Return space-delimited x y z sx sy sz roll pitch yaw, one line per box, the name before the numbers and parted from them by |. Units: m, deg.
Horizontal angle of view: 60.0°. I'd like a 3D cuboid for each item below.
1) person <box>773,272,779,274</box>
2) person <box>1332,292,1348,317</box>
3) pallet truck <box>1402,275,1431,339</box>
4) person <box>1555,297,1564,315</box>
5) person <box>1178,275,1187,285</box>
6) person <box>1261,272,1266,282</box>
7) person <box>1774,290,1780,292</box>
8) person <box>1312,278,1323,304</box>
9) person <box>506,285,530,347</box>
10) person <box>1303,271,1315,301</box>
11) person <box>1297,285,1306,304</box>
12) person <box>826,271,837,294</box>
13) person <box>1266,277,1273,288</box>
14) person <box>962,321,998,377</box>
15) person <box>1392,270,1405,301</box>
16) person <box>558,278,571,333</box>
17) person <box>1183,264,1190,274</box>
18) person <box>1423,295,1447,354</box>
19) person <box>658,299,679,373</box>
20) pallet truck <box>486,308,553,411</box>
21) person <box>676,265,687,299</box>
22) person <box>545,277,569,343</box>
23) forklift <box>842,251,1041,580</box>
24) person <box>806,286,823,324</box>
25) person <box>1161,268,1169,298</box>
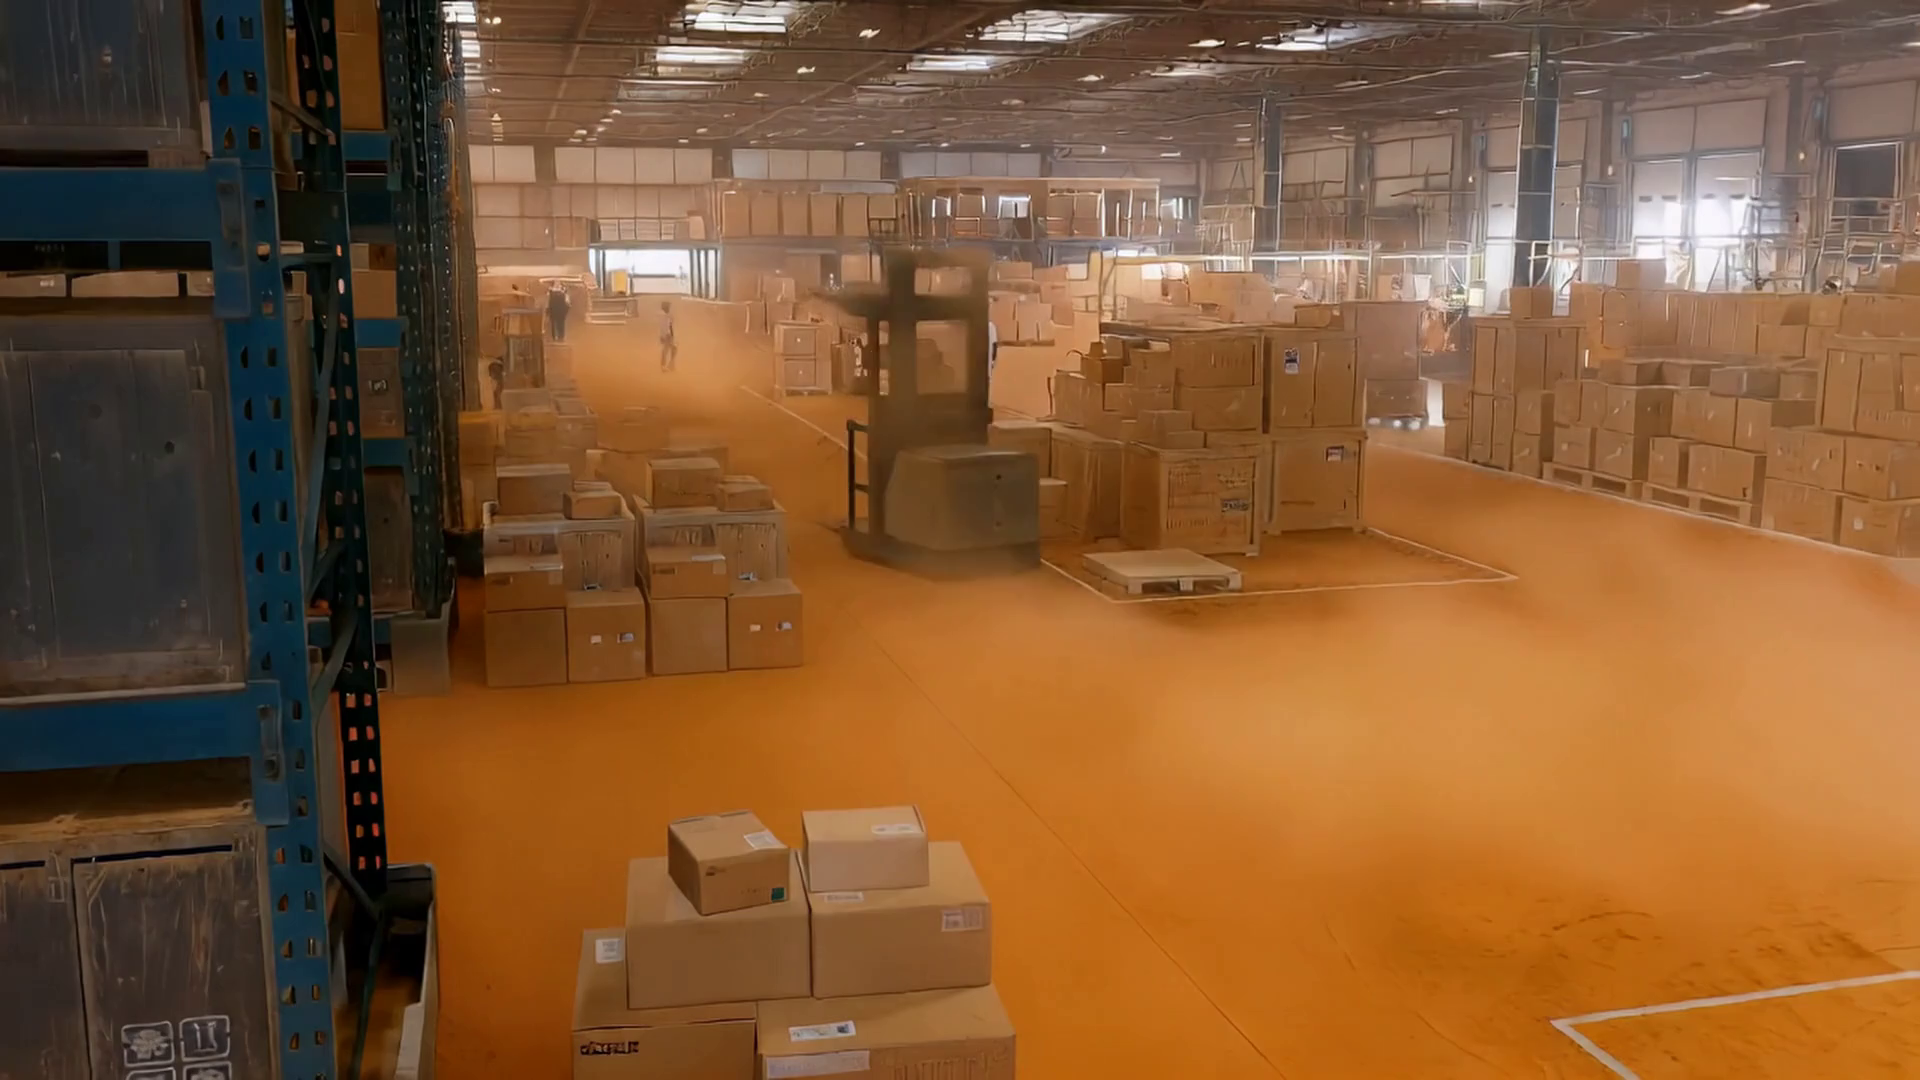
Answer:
person | -7.272 -9.617 65.539 0.500 1.861 0.328 9 14 43
person | 7.928 -4.200 34.682 0.392 1.919 0.592 -4 11 -23
pallet truck | 14.620 -7.324 52.145 0.823 1.965 1.885 8 13 40
person | 17.540 -6.625 49.122 0.791 1.672 0.348 8 13 37
person | 7.258 -7.737 54.681 0.386 1.928 0.589 4 11 21
person | 11.446 -9.135 62.678 0.596 1.904 0.766 -4 11 -22
person | 17.856 -4.532 36.585 0.655 1.904 0.831 -2 10 -11
person | 13.005 -8.725 60.872 0.576 1.712 0.511 8 13 37
person | -12.646 -6.392 47.483 0.601 1.786 0.949 4 11 23
person | 13.254 -9.264 63.262 0.605 1.951 0.380 -8 13 -37
person | 9.671 -6.345 47.247 0.309 1.772 0.525 1 10 7
person | -4.425 -8.287 57.515 0.401 2.035 0.601 1 10 4
person | 10.527 -8.112 57.122 0.666 1.822 0.628 7 12 33
person | 0.342 -3.132 28.522 0.626 1.955 0.529 2 10 11
person | 17.381 -9.723 65.903 0.552 1.935 0.374 -1 10 -5
person | -13.237 -7.792 55.276 0.550 1.823 0.944 -2 10 -11
person | 11.565 -13.044 84.567 0.618 1.990 0.399 -6 12 -33
person | 10.080 -4.277 35.341 0.502 1.833 0.412 1 10 3
person | -6.603 -4.619 37.693 0.555 1.679 0.455 9 14 42
pallet truck | -6.242 -2.418 24.362 0.823 1.965 1.885 1 10 3
person | -15.375 -14.227 91.666 0.616 1.840 0.948 -3 10 -15
person | -11.612 -6.606 47.955 0.678 2.000 0.881 -2 10 -12
forklift | -0.168 -1.176 14.832 1.129 2.768 1.873 -5 11 -28
person | -3.391 -5.049 39.431 0.357 1.938 0.542 6 12 31
person | 8.698 -10.529 70.464 0.373 1.940 0.628 -1 10 -8
